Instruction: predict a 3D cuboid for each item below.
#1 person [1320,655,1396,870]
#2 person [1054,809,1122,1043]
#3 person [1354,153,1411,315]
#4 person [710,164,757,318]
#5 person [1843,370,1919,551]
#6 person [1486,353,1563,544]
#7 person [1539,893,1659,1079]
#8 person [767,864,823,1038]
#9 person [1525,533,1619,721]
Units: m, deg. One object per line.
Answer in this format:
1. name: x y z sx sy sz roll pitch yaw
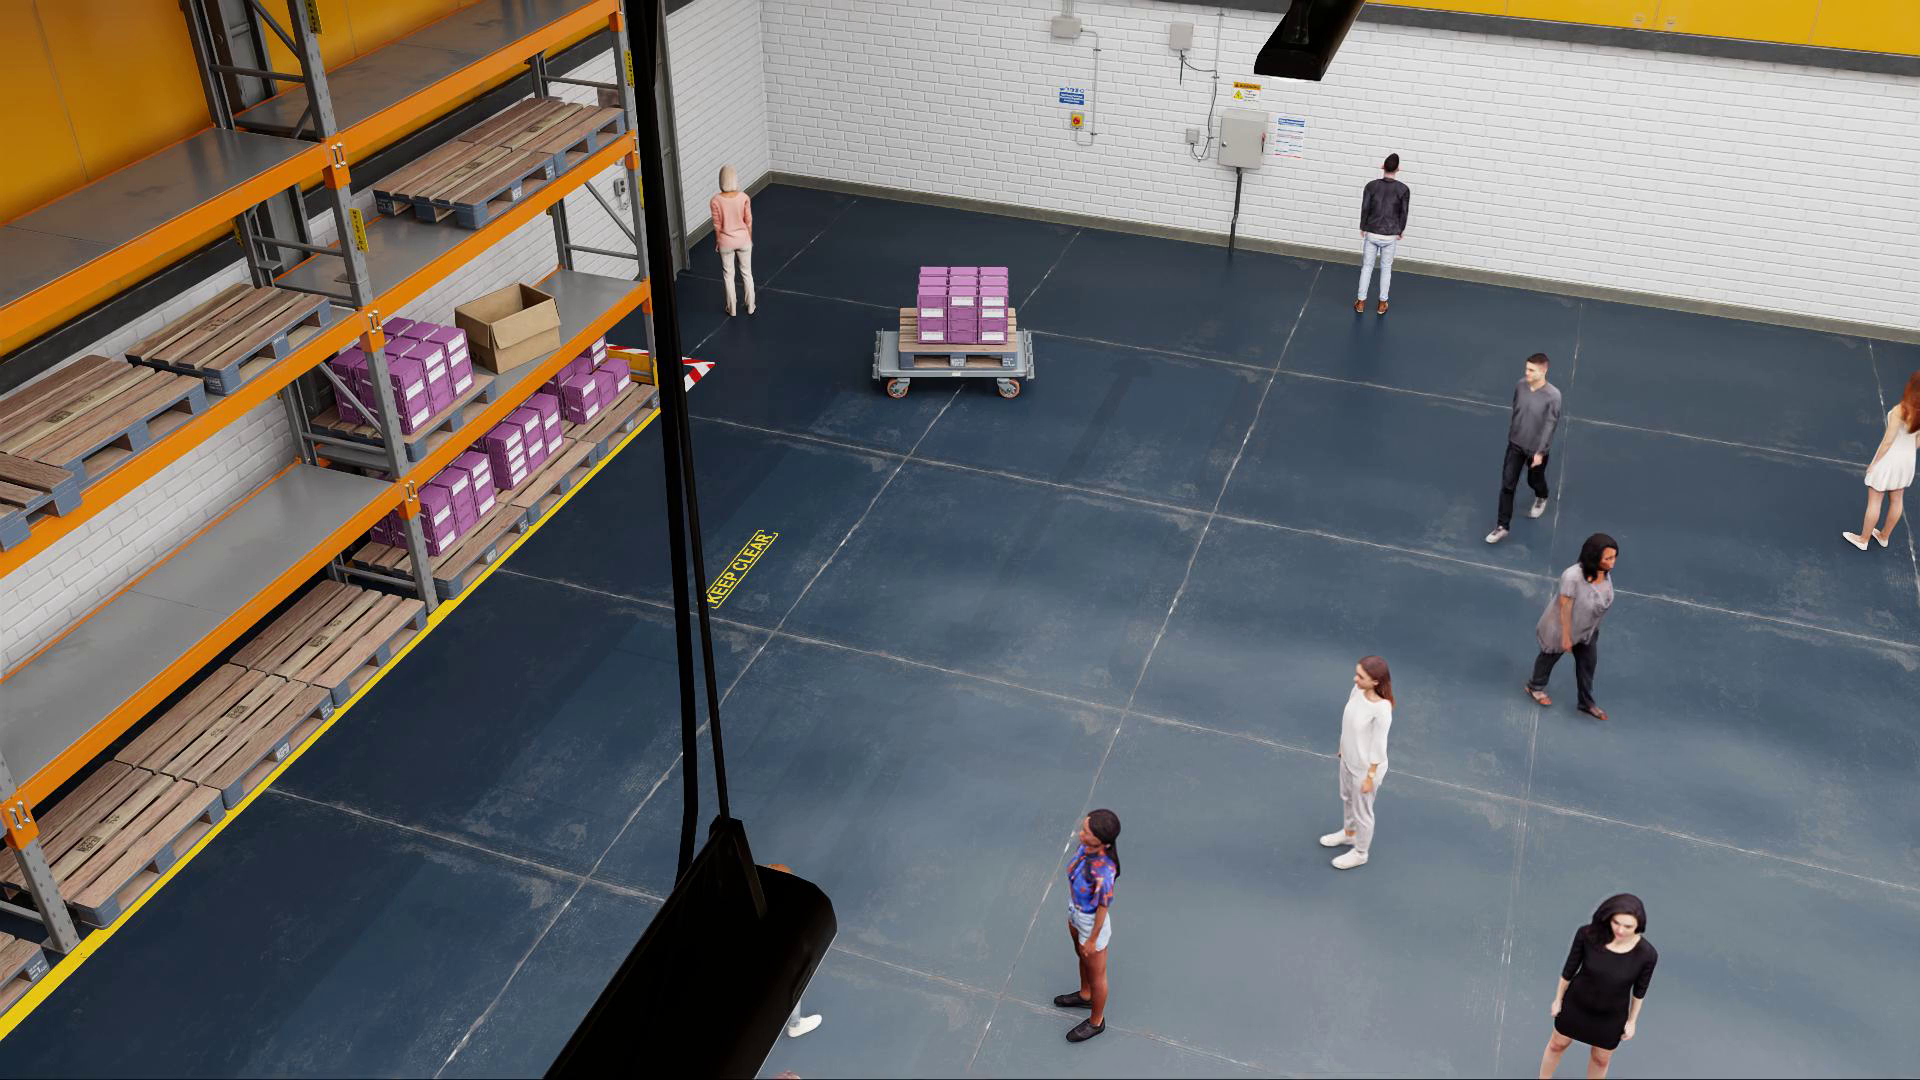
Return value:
1. person: 2.706 1.462 11.140 0.755 1.687 0.670 -9 35 -13
2. person: 0.779 2.262 9.887 0.729 1.743 0.629 -7 34 -11
3. person: 4.630 -3.359 18.258 0.674 1.837 0.577 8 34 12
4. person: -2.483 -3.288 18.252 0.683 1.724 0.708 -9 35 -13
5. person: 8.075 -0.693 14.360 0.645 1.711 0.673 -6 34 -9
6. person: 5.032 -0.848 14.573 0.921 1.734 1.224 27 42 34
7. person: 3.542 2.628 9.277 0.620 1.806 0.537 17 37 24
8. person: -1.068 2.456 9.989 0.594 1.306 0.605 29 43 36
9. person: 4.566 0.587 12.554 0.943 1.578 0.984 -17 37 -23
